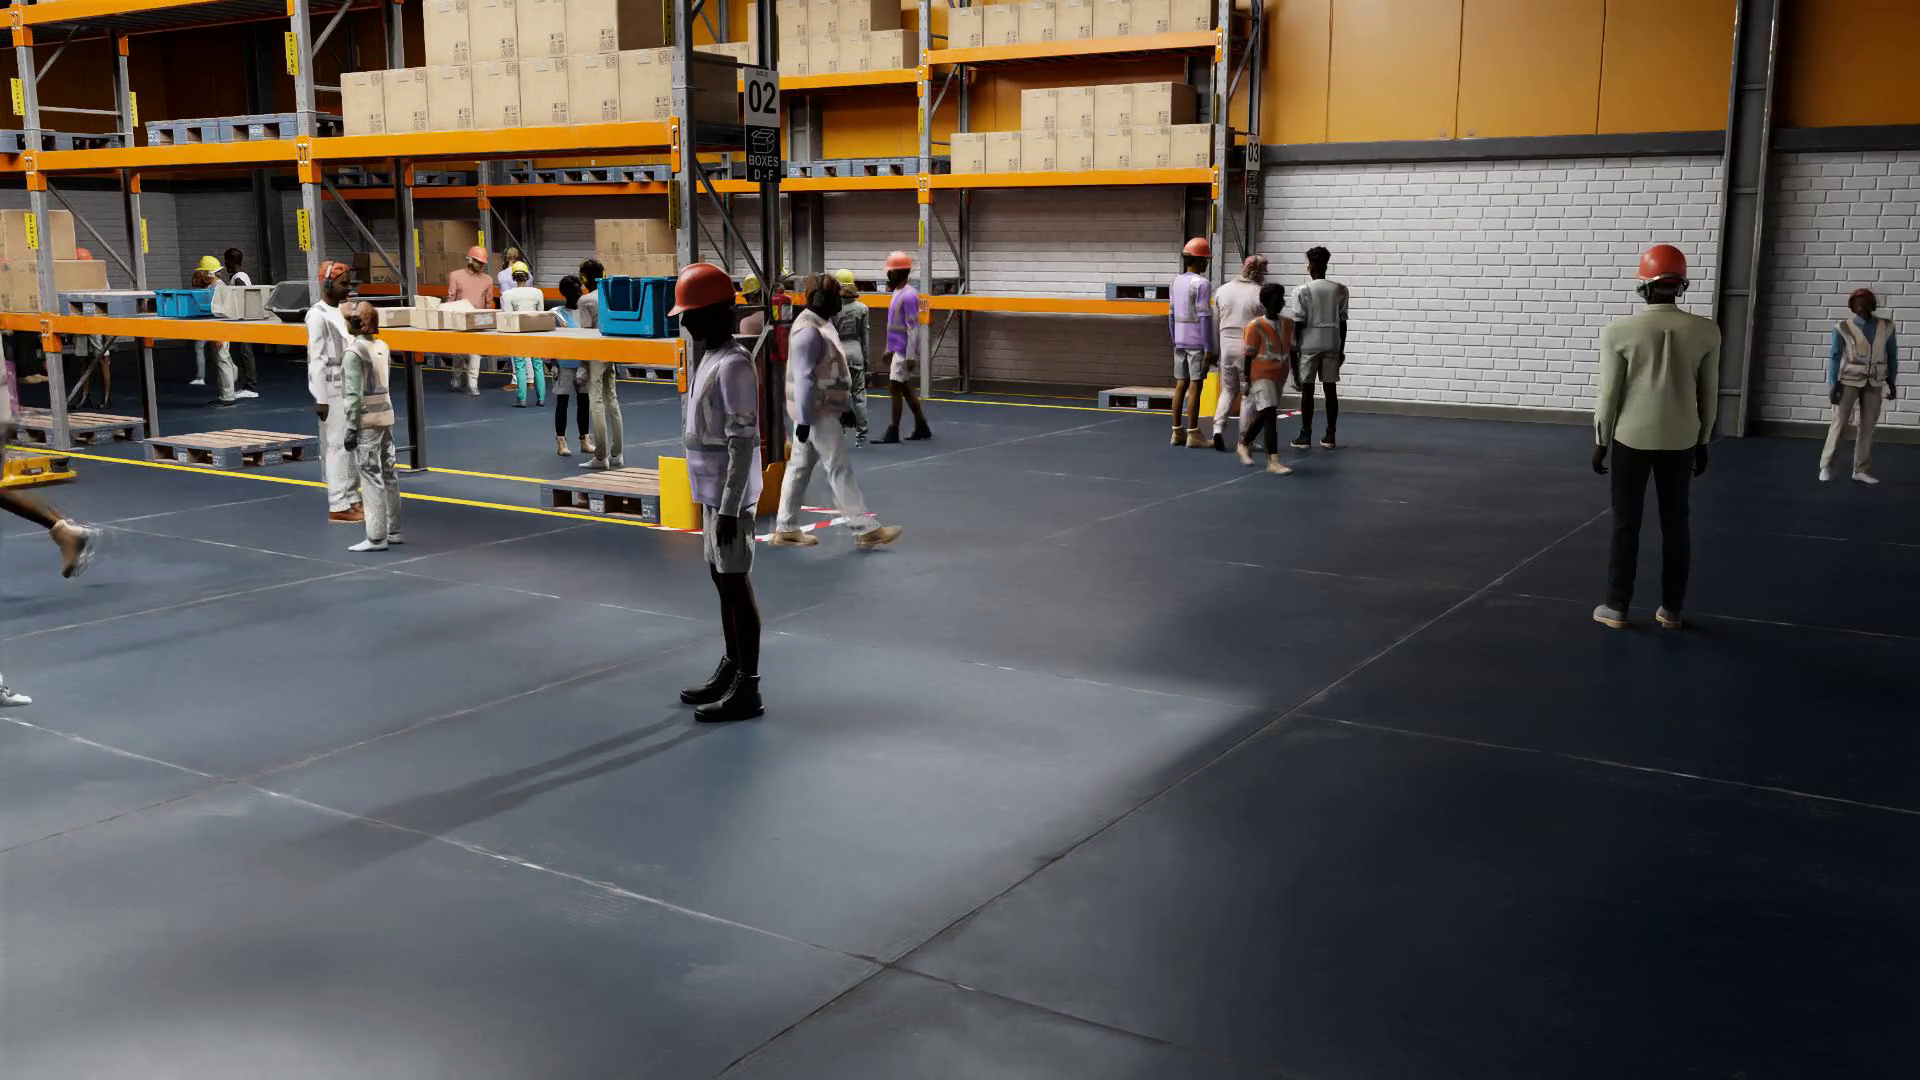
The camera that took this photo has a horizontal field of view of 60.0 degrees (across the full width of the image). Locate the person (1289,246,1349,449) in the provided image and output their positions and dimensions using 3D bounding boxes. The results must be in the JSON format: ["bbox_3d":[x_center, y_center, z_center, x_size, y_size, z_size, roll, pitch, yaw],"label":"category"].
[{"bbox_3d":[3.477,-1.868,16.184,0.603,1.967,0.366,-2,11,-13],"label":"person"}]

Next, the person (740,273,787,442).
[{"bbox_3d":[-1.580,-1.232,13.239,0.321,1.761,0.522,6,12,32],"label":"person"}]

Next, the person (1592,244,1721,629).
[{"bbox_3d":[3.604,-0.524,8.653,0.612,1.997,0.376,1,10,5],"label":"person"}]

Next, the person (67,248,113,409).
[{"bbox_3d":[-10.435,-2.519,19.899,0.543,1.928,0.374,0,10,1],"label":"person"}]

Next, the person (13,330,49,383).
[{"bbox_3d":[-13.247,-3.251,23.645,0.537,2.000,0.679,-2,10,-10],"label":"person"}]

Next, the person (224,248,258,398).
[{"bbox_3d":[-9.277,-2.800,21.484,0.379,1.917,0.596,-5,11,-25],"label":"person"}]

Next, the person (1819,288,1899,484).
[{"bbox_3d":[7.505,-1.279,13.892,0.568,1.621,0.354,1,10,4],"label":"person"}]

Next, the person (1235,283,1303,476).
[{"bbox_3d":[2.675,-1.429,14.606,0.534,1.660,0.837,-7,12,-34],"label":"person"}]

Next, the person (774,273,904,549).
[{"bbox_3d":[-0.814,-0.835,10.903,0.923,1.796,0.640,0,10,-1],"label":"person"}]

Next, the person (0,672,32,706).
[{"bbox_3d":[-4.388,-0.053,7.117,0.580,1.614,0.500,1,10,5],"label":"person"}]

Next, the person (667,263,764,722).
[{"bbox_3d":[-1.025,-0.196,7.029,0.373,1.928,0.543,-3,11,-17],"label":"person"}]

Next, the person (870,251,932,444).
[{"bbox_3d":[-0.576,-1.917,16.609,0.583,1.932,0.552,-2,11,-13],"label":"person"}]

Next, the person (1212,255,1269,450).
[{"bbox_3d":[2.679,-1.763,15.873,0.722,1.880,0.566,9,14,42],"label":"person"}]

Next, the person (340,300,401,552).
[{"bbox_3d":[-3.856,-0.744,10.865,0.310,1.639,0.515,1,10,4],"label":"person"}]

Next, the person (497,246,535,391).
[{"bbox_3d":[-5.979,-2.973,22.384,0.362,1.938,0.631,5,11,24],"label":"person"}]

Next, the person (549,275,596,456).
[{"bbox_3d":[-3.642,-1.642,15.677,0.536,1.699,0.318,-9,14,-42],"label":"person"}]

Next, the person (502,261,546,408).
[{"bbox_3d":[-5.283,-2.481,20.151,0.525,1.765,0.329,-8,13,-36],"label":"person"}]

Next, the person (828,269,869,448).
[{"bbox_3d":[-1.117,-1.744,16.116,0.492,1.742,0.317,-5,11,-27],"label":"person"}]

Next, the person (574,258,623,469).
[{"bbox_3d":[-3.213,-1.557,14.750,0.328,1.865,0.517,6,12,28],"label":"person"}]

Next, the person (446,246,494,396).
[{"bbox_3d":[-6.462,-2.876,21.816,0.692,1.949,0.691,-6,12,-30],"label":"person"}]

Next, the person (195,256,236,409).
[{"bbox_3d":[-8.960,-2.497,20.044,0.404,1.830,0.600,-5,12,-27],"label":"person"}]

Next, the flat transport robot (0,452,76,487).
[{"bbox_3d":[-8.193,-0.614,13.938,1.431,0.197,0.652,5,11,24],"label":"flat transport robot"}]

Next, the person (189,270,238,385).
[{"bbox_3d":[-10.499,-2.964,23.243,0.698,1.612,0.516,4,11,22],"label":"person"}]

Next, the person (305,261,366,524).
[{"bbox_3d":[-4.464,-1.057,11.961,0.408,1.878,0.581,-1,10,-3],"label":"person"}]

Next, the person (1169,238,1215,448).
[{"bbox_3d":[2.288,-1.916,16.237,0.373,2.042,0.614,-5,11,-26],"label":"person"}]

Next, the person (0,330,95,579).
[{"bbox_3d":[-5.453,-0.668,9.387,0.780,2.025,0.601,-3,11,-18],"label":"person"}]
